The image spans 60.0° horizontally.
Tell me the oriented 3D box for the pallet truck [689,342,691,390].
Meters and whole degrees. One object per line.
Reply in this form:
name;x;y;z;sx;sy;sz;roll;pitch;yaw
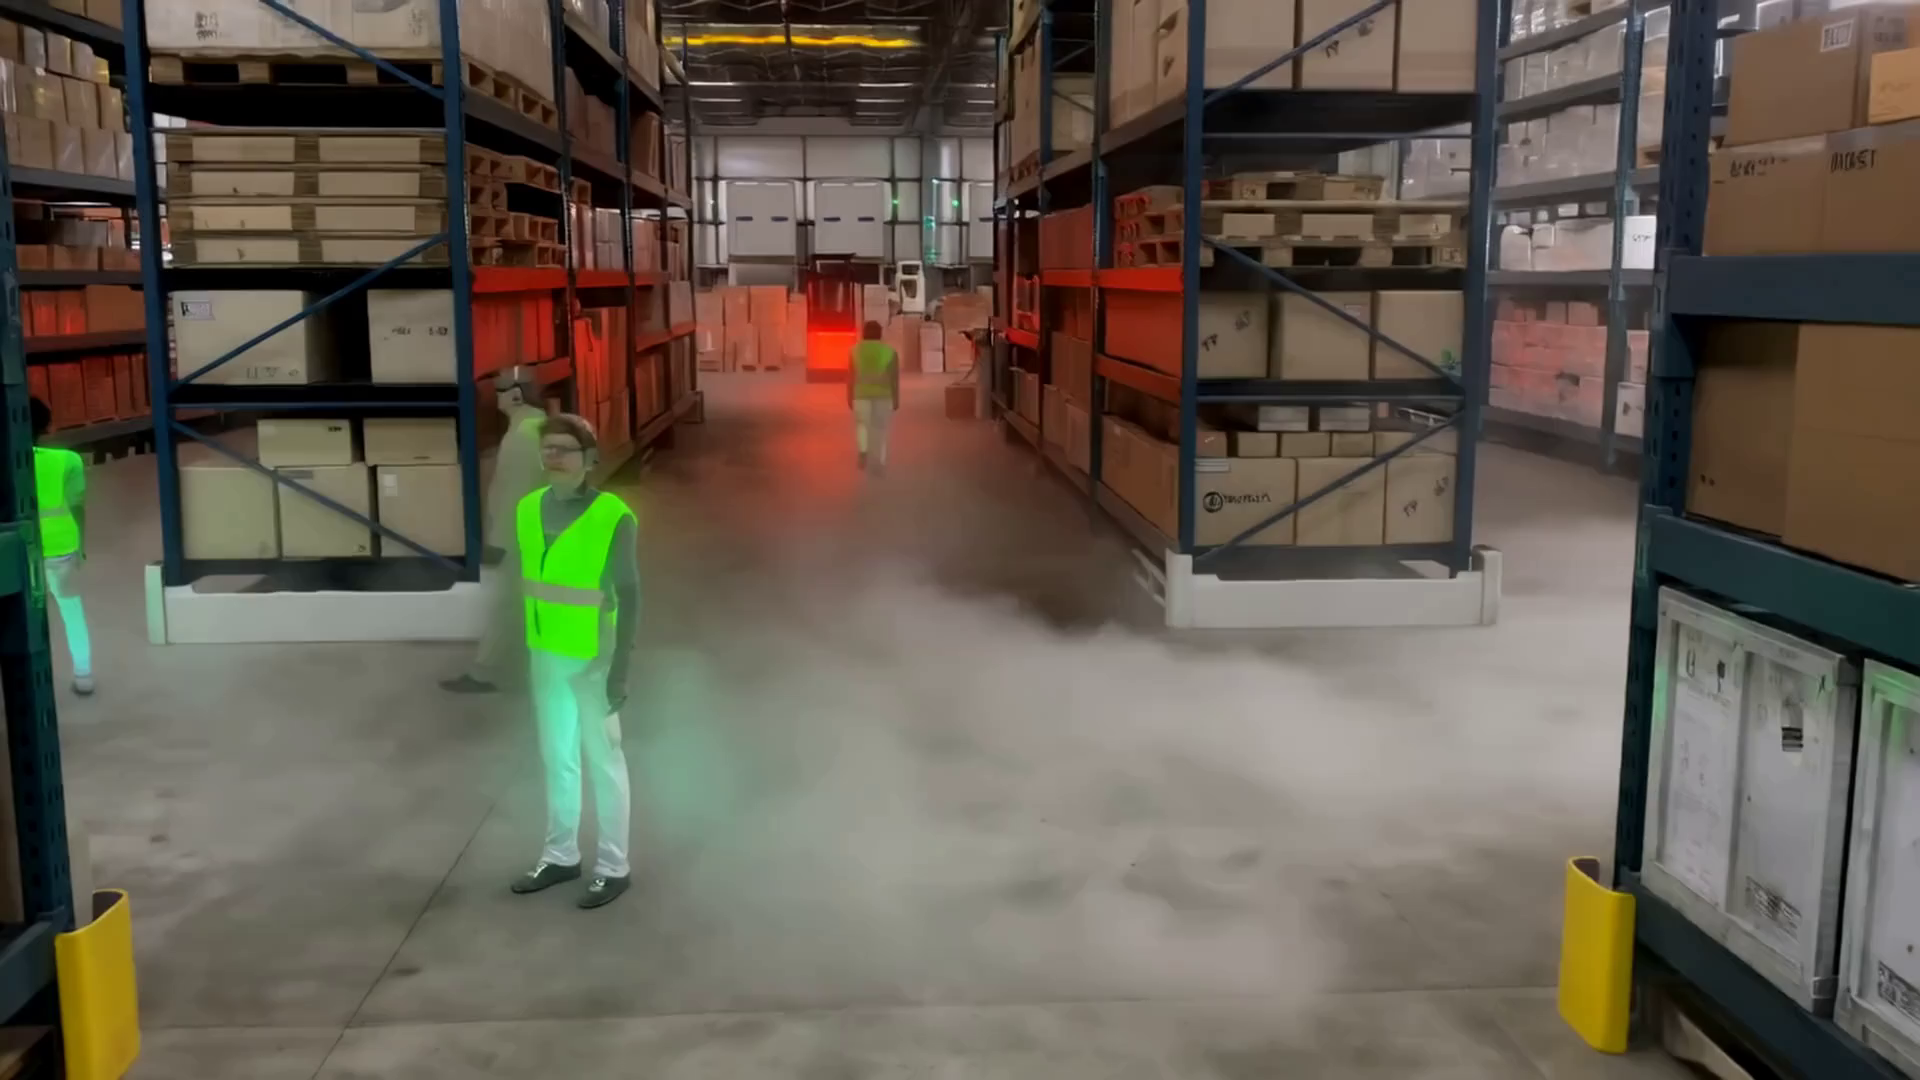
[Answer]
pallet truck;-5.225;-3.008;27.480;1.885;1.965;0.823;2;9;14

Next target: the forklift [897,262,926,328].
forklift;-1.780;-8.547;59.499;1.129;2.768;1.873;-1;9;-4

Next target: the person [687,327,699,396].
person;-5.294;-3.649;32.444;0.540;1.695;0.317;6;11;33

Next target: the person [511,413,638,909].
person;-1.442;0.443;6.270;0.567;1.850;0.389;5;10;30

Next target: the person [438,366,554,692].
person;-2.410;-0.036;9.277;0.989;1.863;0.650;-2;9;-12

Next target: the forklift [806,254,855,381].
forklift;-2.870;-4.978;37.089;1.129;2.768;1.873;-1;9;-4

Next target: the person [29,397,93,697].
person;-5.061;0.061;9.148;0.319;1.695;0.539;7;12;39

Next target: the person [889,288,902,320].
person;-2.319;-7.829;57.976;0.636;1.931;0.377;3;10;19

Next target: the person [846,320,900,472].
person;-1.036;-1.715;19.891;0.638;1.828;0.444;0;9;-1
